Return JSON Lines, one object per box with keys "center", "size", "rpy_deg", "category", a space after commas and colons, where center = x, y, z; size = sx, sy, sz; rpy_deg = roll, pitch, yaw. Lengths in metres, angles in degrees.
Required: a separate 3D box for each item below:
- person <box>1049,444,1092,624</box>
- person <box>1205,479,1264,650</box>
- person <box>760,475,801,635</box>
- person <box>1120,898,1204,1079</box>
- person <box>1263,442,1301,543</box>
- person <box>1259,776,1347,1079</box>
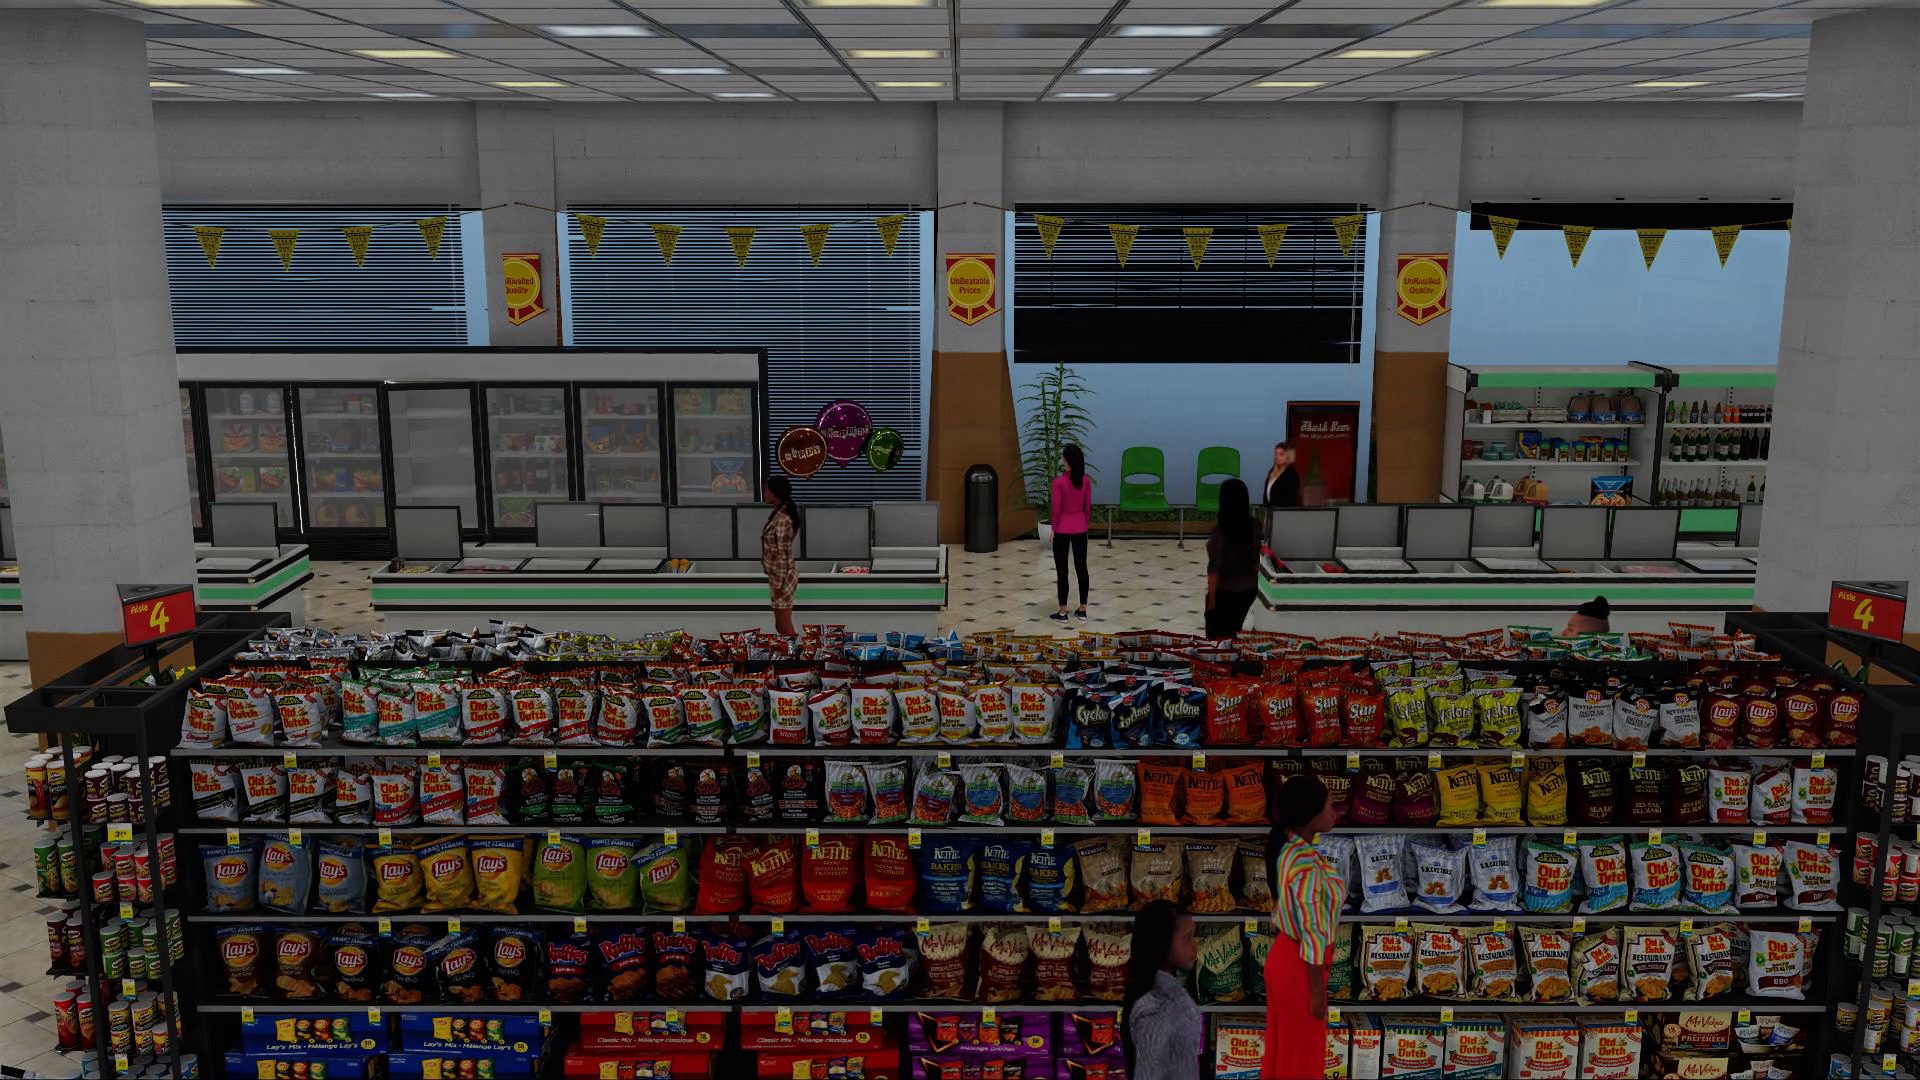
{"center": [1.056, -0.068, 15.781], "size": [0.644, 1.699, 0.738], "rpy_deg": [-6, 13, -26], "category": "person"}
{"center": [2.186, 0.457, 12.985], "size": [0.976, 1.824, 0.969], "rpy_deg": [-7, 14, -29], "category": "person"}
{"center": [-1.449, 0.350, 13.565], "size": [0.543, 1.794, 0.586], "rpy_deg": [-1, 12, -2], "category": "person"}
{"center": [0.597, 2.044, 5.724], "size": [0.895, 1.710, 0.717], "rpy_deg": [2, 12, 11], "category": "person"}
{"center": [3.201, -0.136, 16.221], "size": [0.914, 1.651, 0.779], "rpy_deg": [-5, 13, -22], "category": "person"}
{"center": [1.351, 1.799, 6.685], "size": [0.566, 1.794, 0.618], "rpy_deg": [-2, 12, -8], "category": "person"}
